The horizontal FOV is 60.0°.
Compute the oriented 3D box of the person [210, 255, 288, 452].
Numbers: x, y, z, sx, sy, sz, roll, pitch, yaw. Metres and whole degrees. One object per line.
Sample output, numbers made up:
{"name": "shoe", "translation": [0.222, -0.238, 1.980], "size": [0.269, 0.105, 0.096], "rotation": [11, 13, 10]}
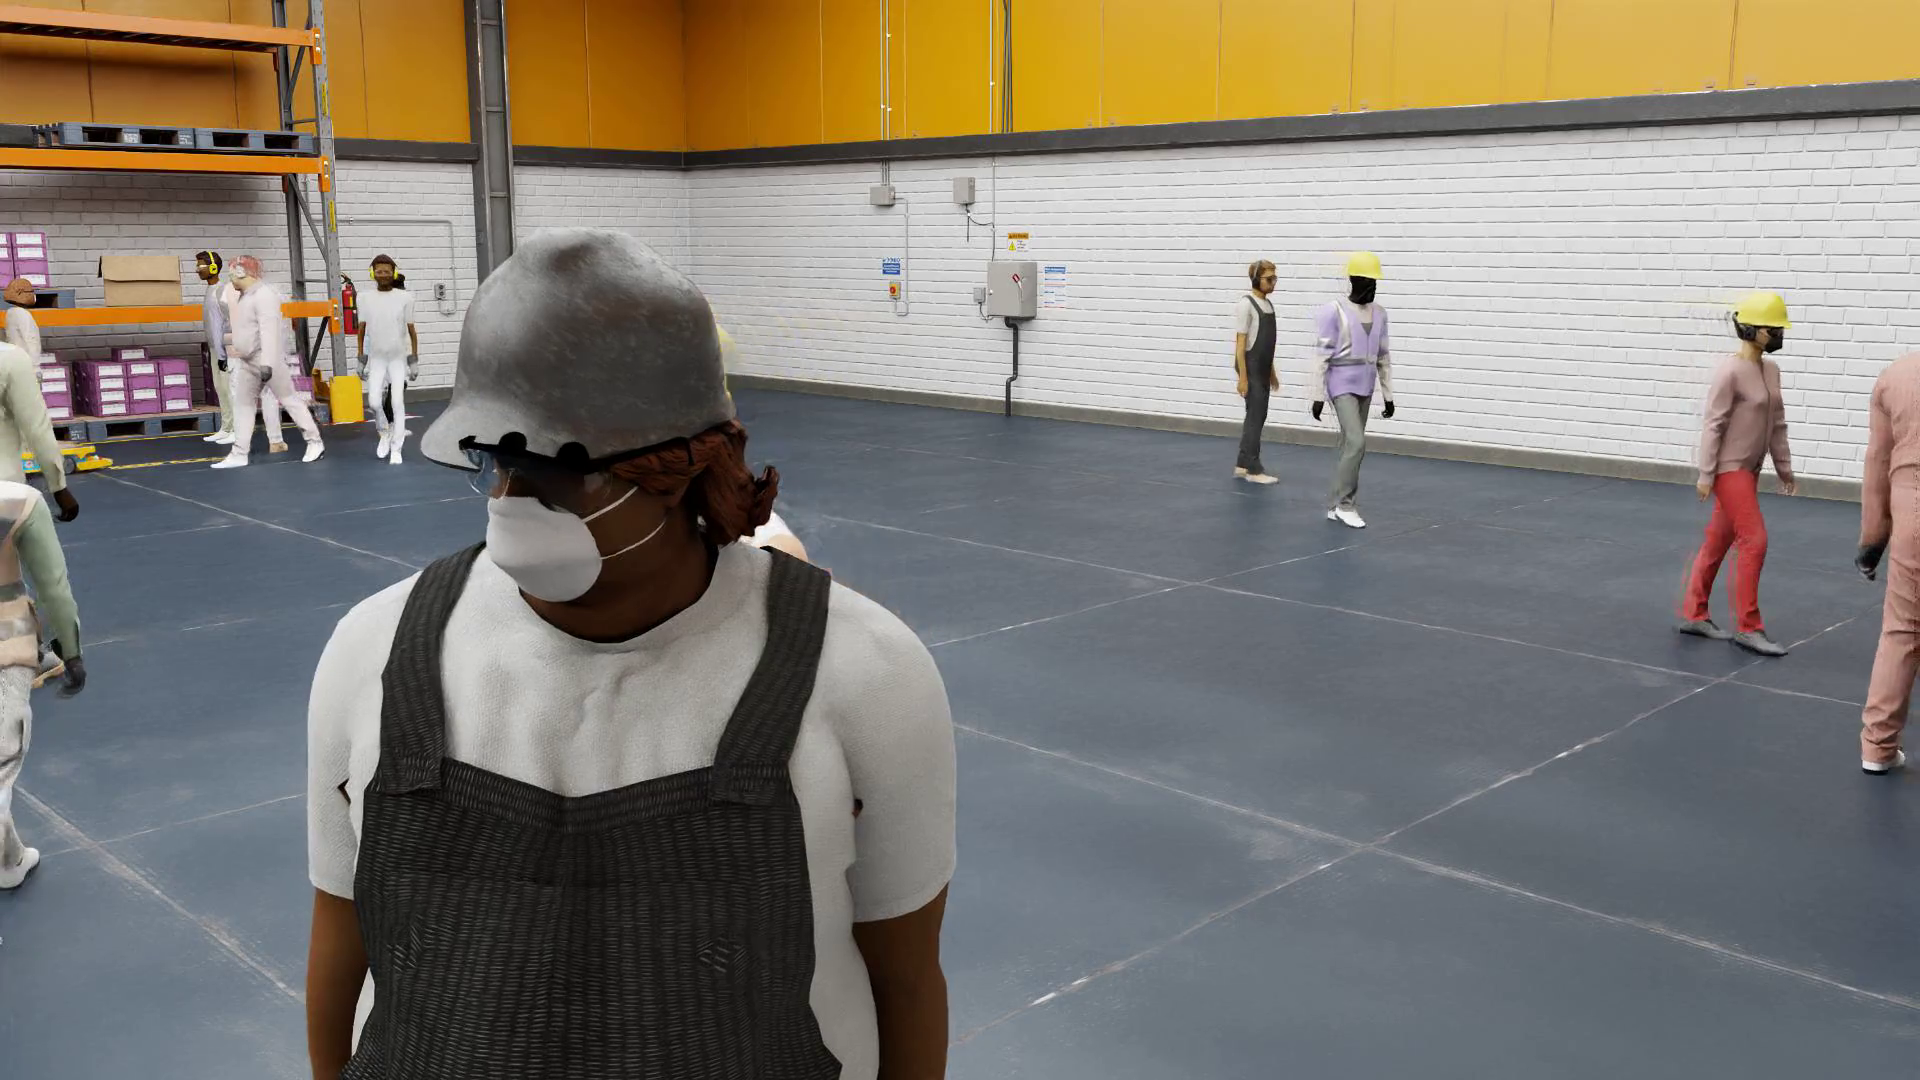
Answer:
{"name": "person", "translation": [-6.592, -1.724, 15.487], "size": [0.637, 1.842, 0.429], "rotation": [-2, 11, -12]}

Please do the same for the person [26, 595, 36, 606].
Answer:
{"name": "person", "translation": [-4.927, -0.369, 8.156], "size": [0.432, 1.829, 0.627], "rotation": [-3, 11, -17]}

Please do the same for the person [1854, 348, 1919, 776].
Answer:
{"name": "person", "translation": [3.645, -0.011, 6.053], "size": [0.393, 1.890, 0.722], "rotation": [-6, 12, -29]}

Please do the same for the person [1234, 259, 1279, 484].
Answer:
{"name": "person", "translation": [2.458, -1.382, 13.662], "size": [0.394, 1.847, 0.515], "rotation": [7, 12, 33]}

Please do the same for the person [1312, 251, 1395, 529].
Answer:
{"name": "person", "translation": [2.774, -1.026, 11.485], "size": [0.623, 1.905, 0.611], "rotation": [-7, 13, -34]}

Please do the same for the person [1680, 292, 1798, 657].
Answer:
{"name": "person", "translation": [3.891, -0.323, 8.110], "size": [0.532, 1.740, 0.723], "rotation": [-10, 14, -42]}

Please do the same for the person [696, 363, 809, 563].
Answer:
{"name": "person", "translation": [-0.558, 0.555, 2.920], "size": [0.612, 1.884, 0.925], "rotation": [9, 14, 41]}

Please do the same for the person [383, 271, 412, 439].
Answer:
{"name": "person", "translation": [-5.689, -1.841, 16.617], "size": [0.461, 1.658, 0.571], "rotation": [-9, 13, -39]}

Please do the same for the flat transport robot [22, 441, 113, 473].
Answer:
{"name": "flat transport robot", "translation": [-7.992, -0.659, 13.965], "size": [0.652, 0.197, 1.431], "rotation": [7, 13, 34]}

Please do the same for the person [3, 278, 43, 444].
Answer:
{"name": "person", "translation": [-8.480, -1.555, 15.129], "size": [0.499, 1.634, 0.278], "rotation": [10, 14, 42]}

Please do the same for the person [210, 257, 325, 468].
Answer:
{"name": "person", "translation": [-6.127, -1.565, 14.688], "size": [0.723, 1.854, 0.986], "rotation": [9, 14, 41]}

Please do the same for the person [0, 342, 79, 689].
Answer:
{"name": "person", "translation": [-4.130, -0.213, 7.009], "size": [0.615, 1.944, 1.045], "rotation": [1, 10, 7]}

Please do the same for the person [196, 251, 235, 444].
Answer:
{"name": "person", "translation": [-7.220, -1.869, 16.206], "size": [0.309, 1.868, 0.535], "rotation": [-10, 14, -43]}

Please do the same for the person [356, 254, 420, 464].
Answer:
{"name": "person", "translation": [-5.081, -1.601, 14.761], "size": [0.544, 1.860, 0.412], "rotation": [-3, 11, -14]}

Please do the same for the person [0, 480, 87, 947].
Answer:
{"name": "person", "translation": [-2.847, 0.360, 4.807], "size": [0.536, 1.592, 0.877], "rotation": [-2, 11, -11]}
